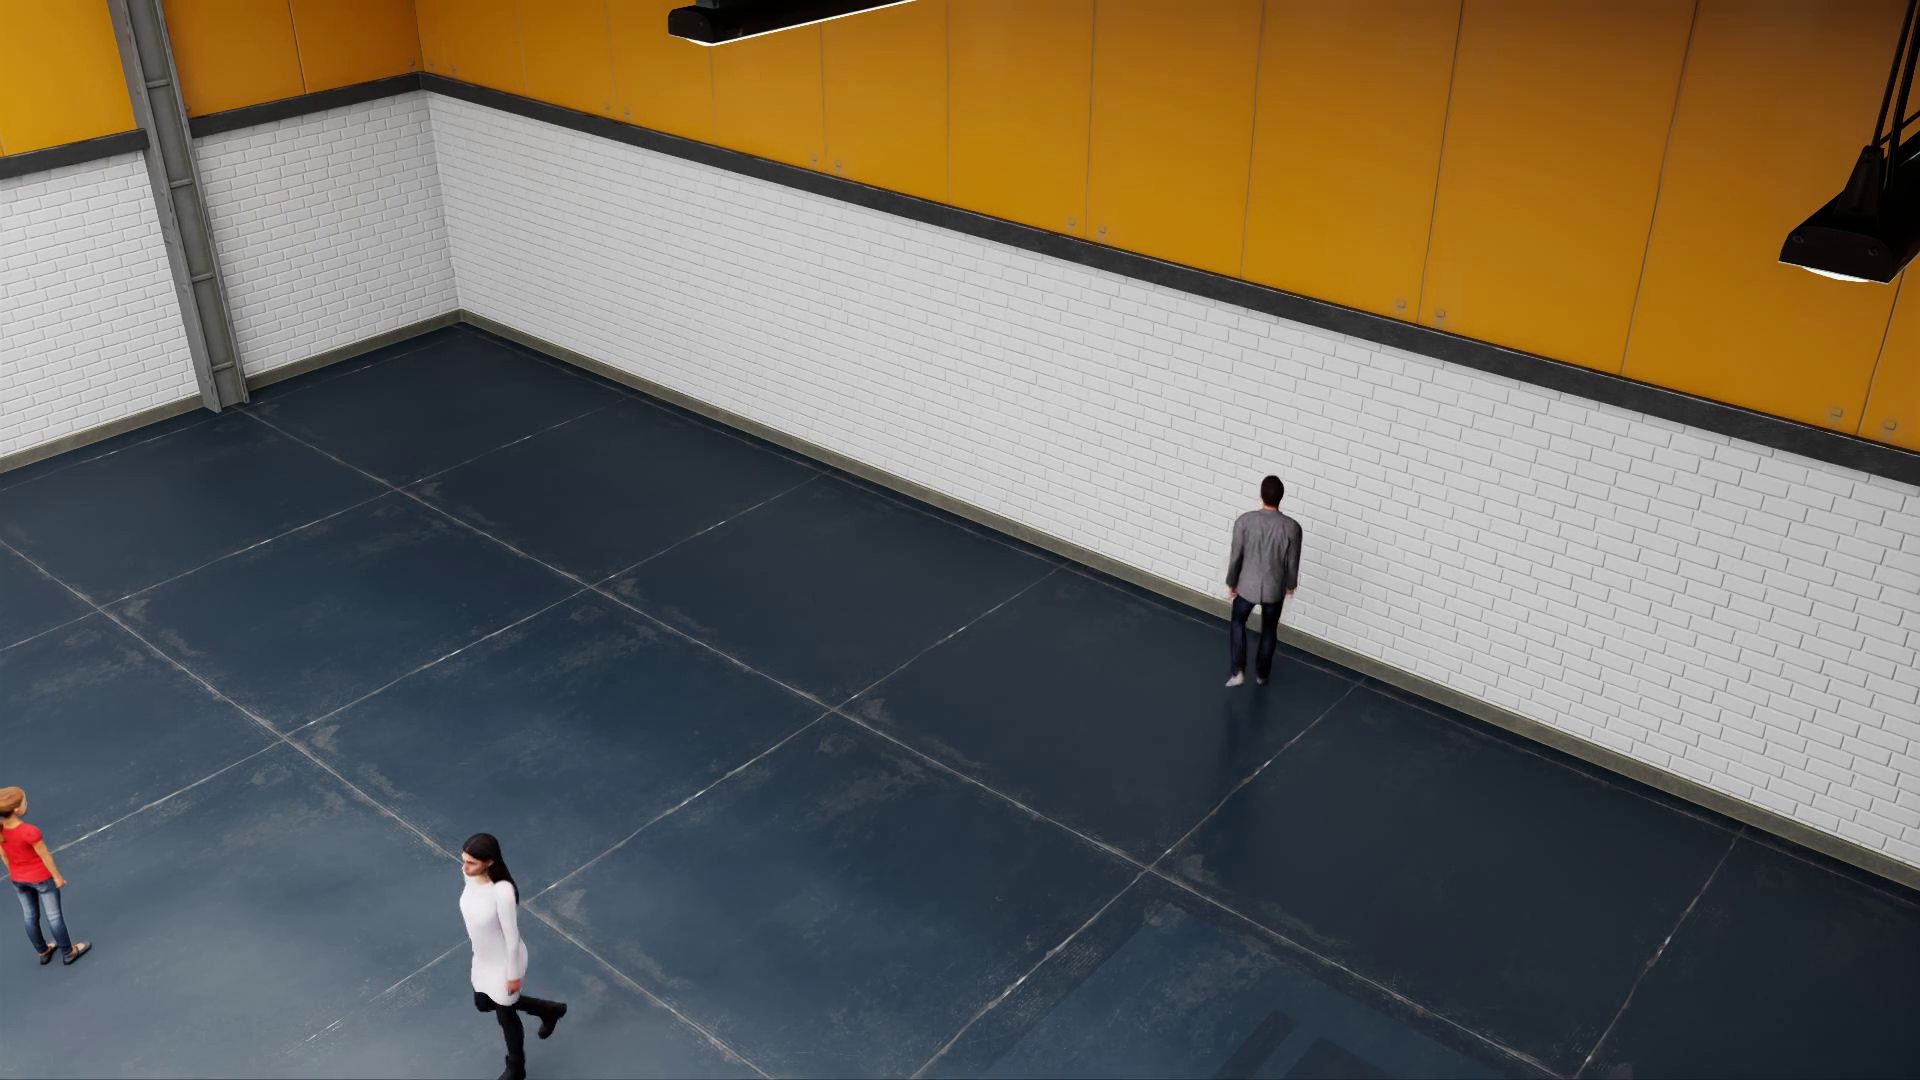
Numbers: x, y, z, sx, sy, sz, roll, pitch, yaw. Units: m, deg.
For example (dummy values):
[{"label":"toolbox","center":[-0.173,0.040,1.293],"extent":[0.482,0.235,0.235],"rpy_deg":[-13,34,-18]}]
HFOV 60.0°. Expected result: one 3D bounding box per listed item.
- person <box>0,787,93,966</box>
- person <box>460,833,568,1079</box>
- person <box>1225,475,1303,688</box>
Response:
[{"label":"person","center":[-5.792,2.105,10.378],"extent":[0.574,1.308,0.617],"rpy_deg":[4,29,7]},{"label":"person","center":[-2.534,2.344,9.429],"extent":[0.848,1.797,0.666],"rpy_deg":[-25,37,-38]},{"label":"person","center":[2.347,0.393,12.944],"extent":[0.943,1.858,1.057],"rpy_deg":[6,29,11]}]
